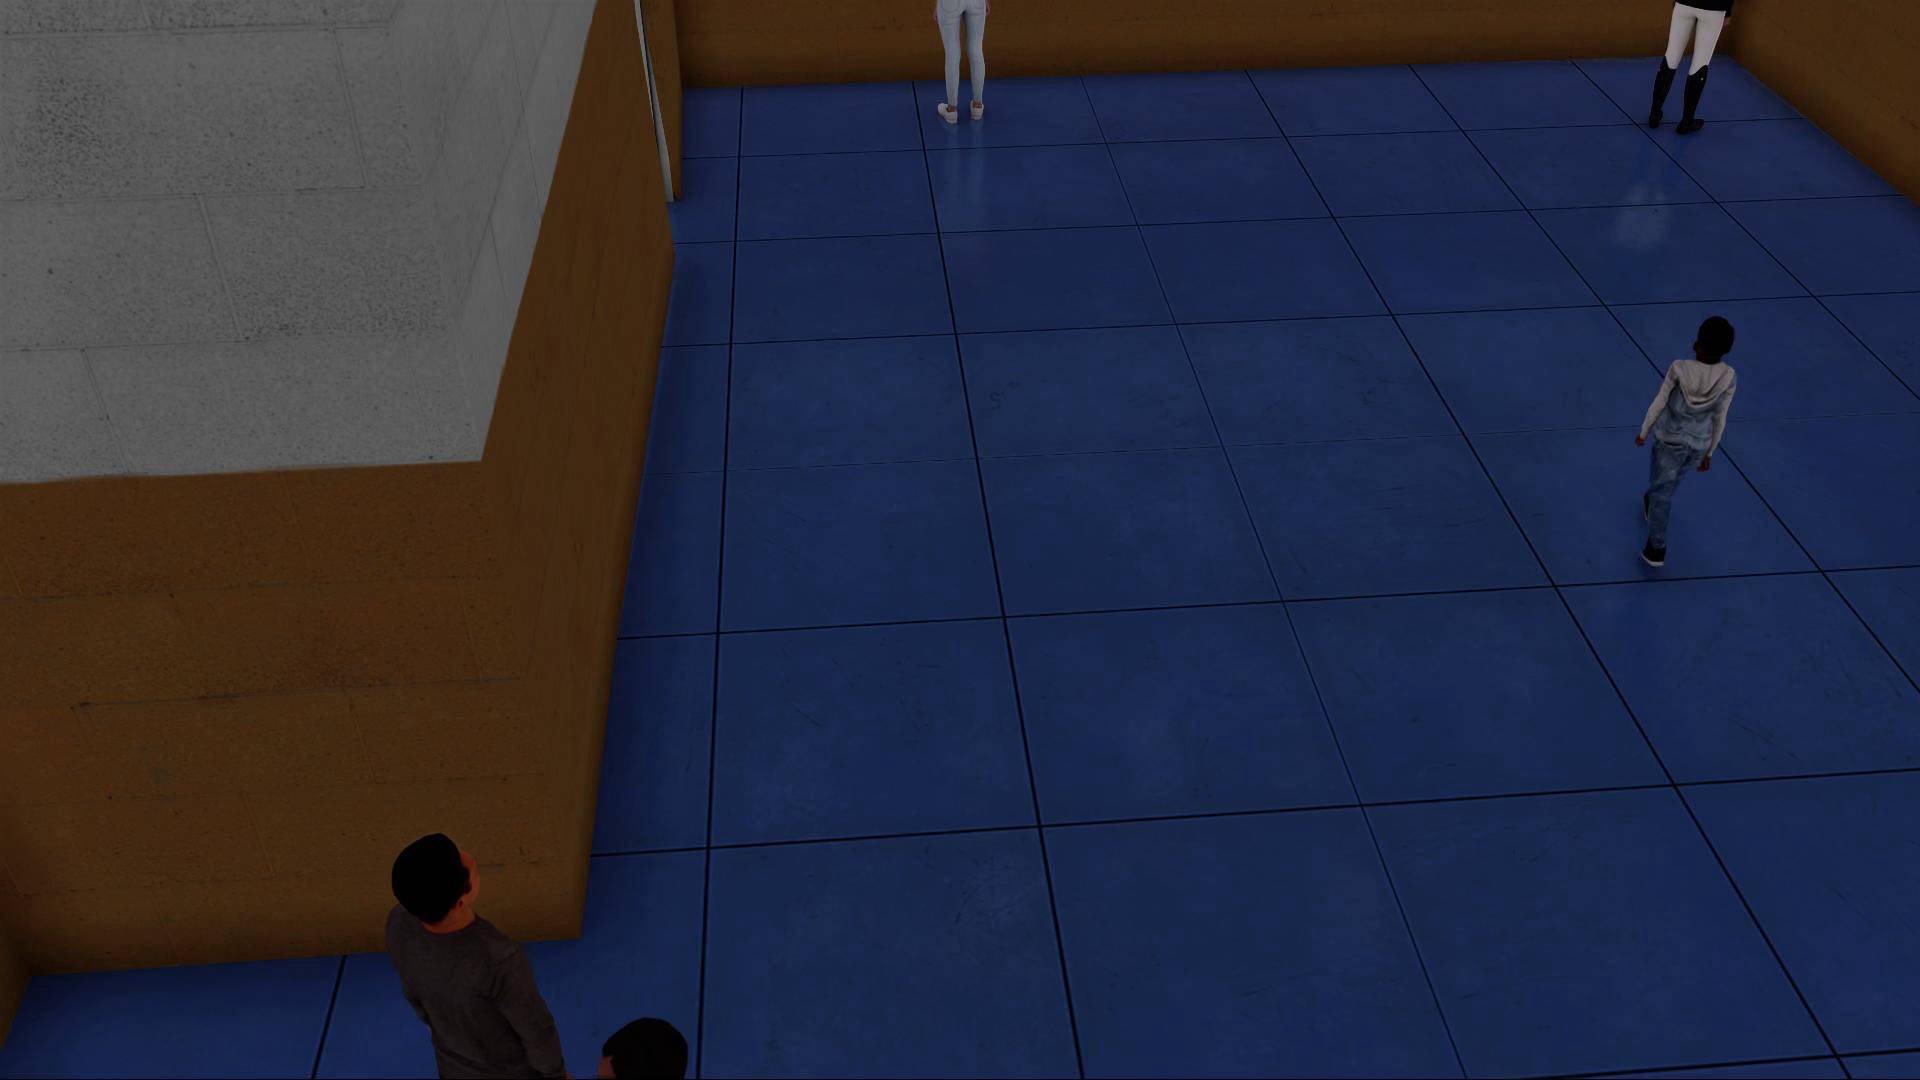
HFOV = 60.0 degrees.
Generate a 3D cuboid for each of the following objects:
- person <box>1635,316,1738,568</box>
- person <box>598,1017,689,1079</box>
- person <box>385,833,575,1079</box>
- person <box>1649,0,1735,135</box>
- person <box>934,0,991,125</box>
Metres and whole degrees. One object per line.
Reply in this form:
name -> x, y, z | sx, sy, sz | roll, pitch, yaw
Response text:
person -> 3.400, -0.449, 7.839 | 0.861, 1.243, 0.684 | 5, 37, 7
person -> -0.764, 1.839, 4.377 | 0.706, 1.741, 0.665 | -31, 46, -34
person -> -1.367, 1.503, 4.801 | 0.668, 1.768, 0.780 | -11, 38, -14
person -> 5.266, -3.763, 11.835 | 0.662, 1.729, 0.721 | 27, 44, 31
person -> 0.015, -3.879, 11.986 | 0.547, 1.751, 0.670 | -8, 38, -11
